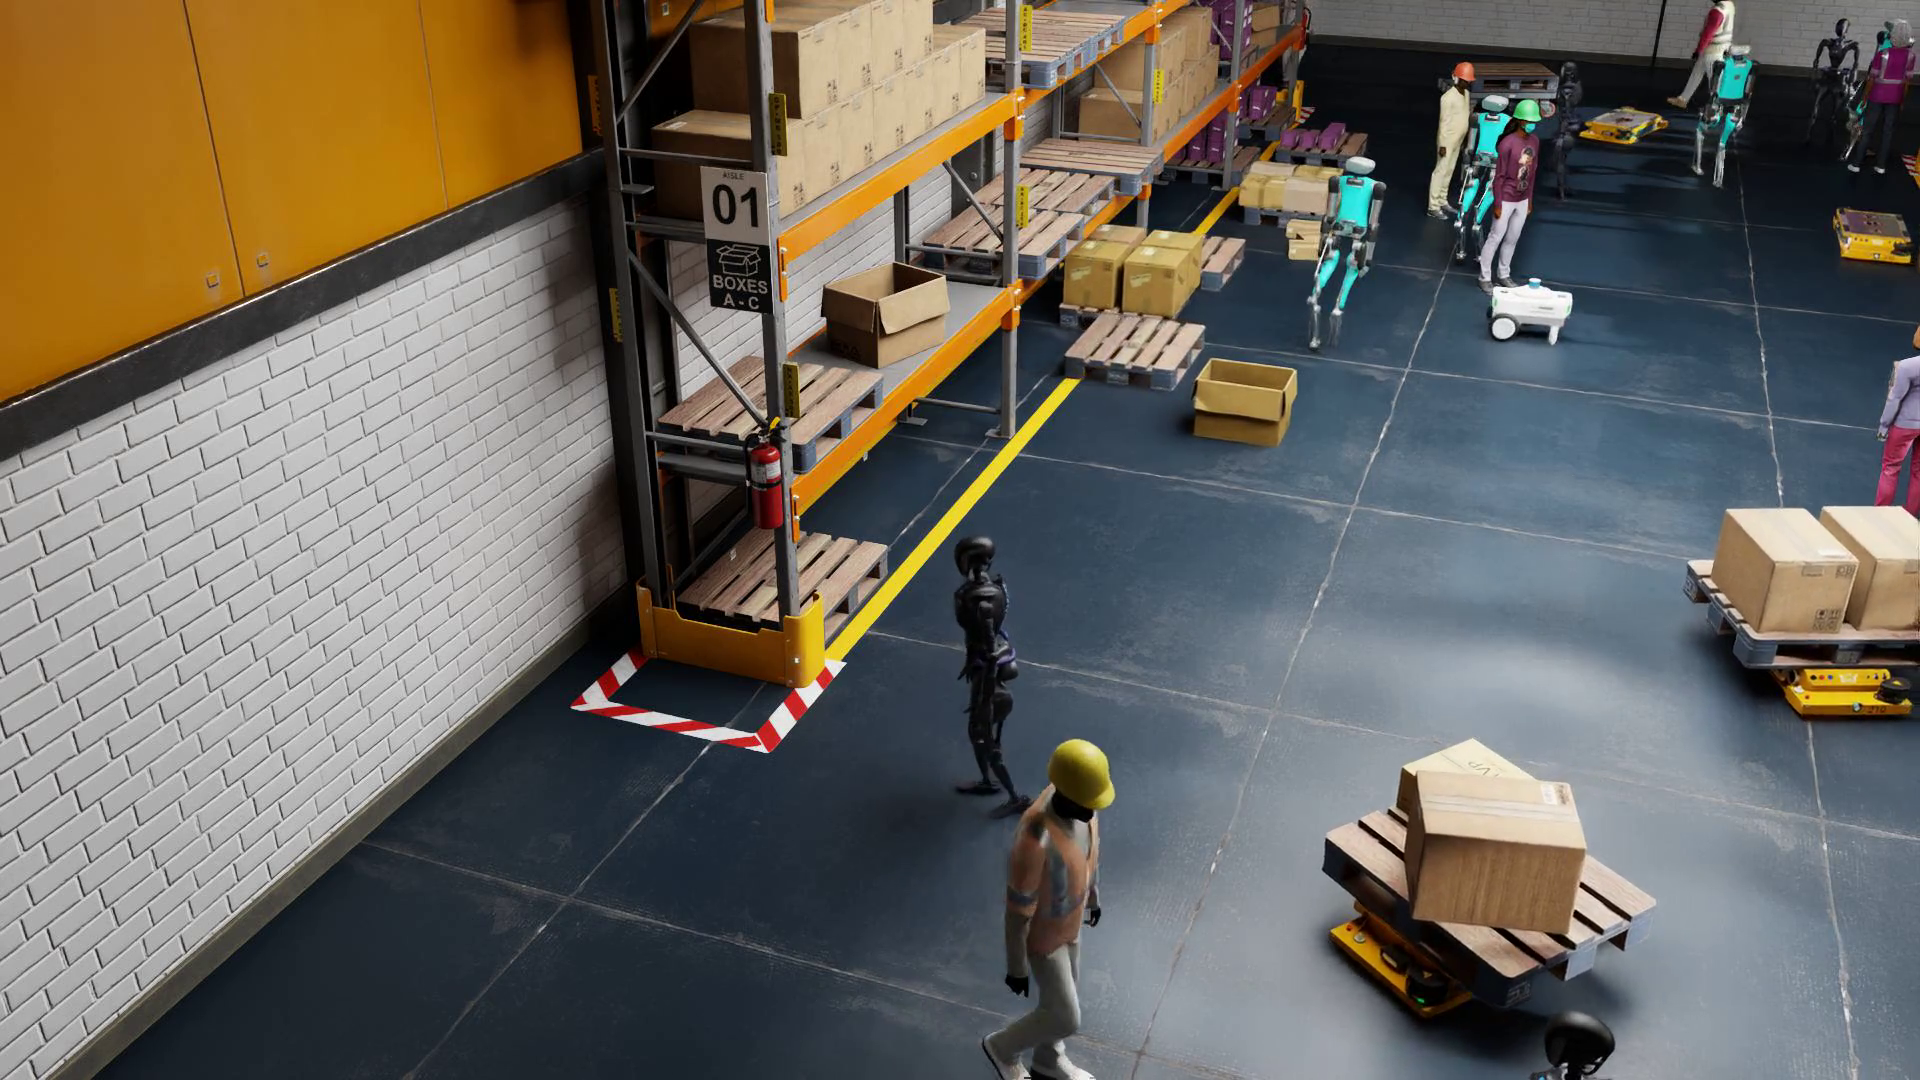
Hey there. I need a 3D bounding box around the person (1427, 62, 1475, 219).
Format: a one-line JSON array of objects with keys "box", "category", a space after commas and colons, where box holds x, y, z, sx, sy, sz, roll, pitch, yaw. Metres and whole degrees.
[{"box": [5.634, -4.572, 19.000, 0.337, 1.748, 0.562, 20, 33, 34], "category": "person"}]

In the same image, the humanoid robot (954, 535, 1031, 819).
[{"box": [0.166, 0.719, 8.829, 0.399, 1.651, 0.587, -6, 28, -11], "category": "humanoid robot"}]

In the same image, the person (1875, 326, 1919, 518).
[{"box": [6.782, -0.809, 11.838, 0.498, 1.629, 0.288, -2, 27, -4], "category": "person"}]

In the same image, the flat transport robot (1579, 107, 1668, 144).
[{"box": [9.082, -5.654, 22.718, 0.659, 0.231, 1.431, 22, 35, 36], "category": "flat transport robot"}]

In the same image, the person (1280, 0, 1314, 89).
[{"box": [5.028, -7.750, 25.016, 0.428, 1.896, 0.748, -13, 30, -24], "category": "person"}]

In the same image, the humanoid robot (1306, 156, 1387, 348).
[{"box": [3.422, -2.465, 15.079, 0.537, 1.877, 0.846, 15, 31, 27], "category": "humanoid robot"}]

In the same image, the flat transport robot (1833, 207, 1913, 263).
[{"box": [9.993, -3.344, 18.237, 0.659, 0.231, 1.431, 10, 29, 19], "category": "flat transport robot"}]

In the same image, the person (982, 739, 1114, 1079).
[{"box": [0.403, 1.592, 6.881, 0.474, 1.896, 0.625, 14, 30, 25], "category": "person"}]

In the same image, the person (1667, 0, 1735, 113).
[{"box": [10.559, -6.994, 23.633, 0.880, 1.803, 0.649, 18, 32, 31], "category": "person"}]

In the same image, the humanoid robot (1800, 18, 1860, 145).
[{"box": [11.506, -6.017, 21.919, 0.595, 1.647, 0.612, 21, 34, 35], "category": "humanoid robot"}]

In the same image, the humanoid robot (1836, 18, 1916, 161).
[{"box": [11.590, -5.705, 21.307, 0.803, 1.859, 0.540, -9, 29, -17], "category": "humanoid robot"}]

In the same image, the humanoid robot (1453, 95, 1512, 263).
[{"box": [5.339, -3.681, 17.143, 0.533, 1.677, 0.735, 19, 33, 32], "category": "humanoid robot"}]

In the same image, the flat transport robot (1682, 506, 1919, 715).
[{"box": [5.323, 0.647, 10.495, 0.659, 0.231, 1.431, 0, 27, 0], "category": "flat transport robot"}]

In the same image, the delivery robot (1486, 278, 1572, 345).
[{"box": [5.336, -2.166, 15.630, 0.757, 0.585, 0.503, 7, 28, 13], "category": "delivery robot"}]

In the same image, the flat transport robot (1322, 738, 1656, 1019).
[{"box": [2.583, 1.846, 8.169, 1.431, 0.231, 0.659, -15, 31, -27], "category": "flat transport robot"}]

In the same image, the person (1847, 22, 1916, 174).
[{"box": [11.505, -5.492, 20.694, 0.506, 1.839, 0.336, 6, 28, 11], "category": "person"}]

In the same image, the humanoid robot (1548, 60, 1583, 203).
[{"box": [7.151, -4.797, 19.529, 0.426, 1.644, 0.606, 11, 29, 20], "category": "humanoid robot"}]

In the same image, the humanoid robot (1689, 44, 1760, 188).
[{"box": [9.242, -5.217, 20.301, 0.548, 1.747, 0.981, 2, 27, 4], "category": "humanoid robot"}]

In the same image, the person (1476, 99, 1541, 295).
[{"box": [5.488, -3.416, 16.557, 0.491, 1.943, 0.427, -13, 30, -24], "category": "person"}]

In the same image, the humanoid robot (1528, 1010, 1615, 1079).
[{"box": [2.036, 2.281, 5.789, 0.315, 1.641, 0.605, 9, 29, 18], "category": "humanoid robot"}]
